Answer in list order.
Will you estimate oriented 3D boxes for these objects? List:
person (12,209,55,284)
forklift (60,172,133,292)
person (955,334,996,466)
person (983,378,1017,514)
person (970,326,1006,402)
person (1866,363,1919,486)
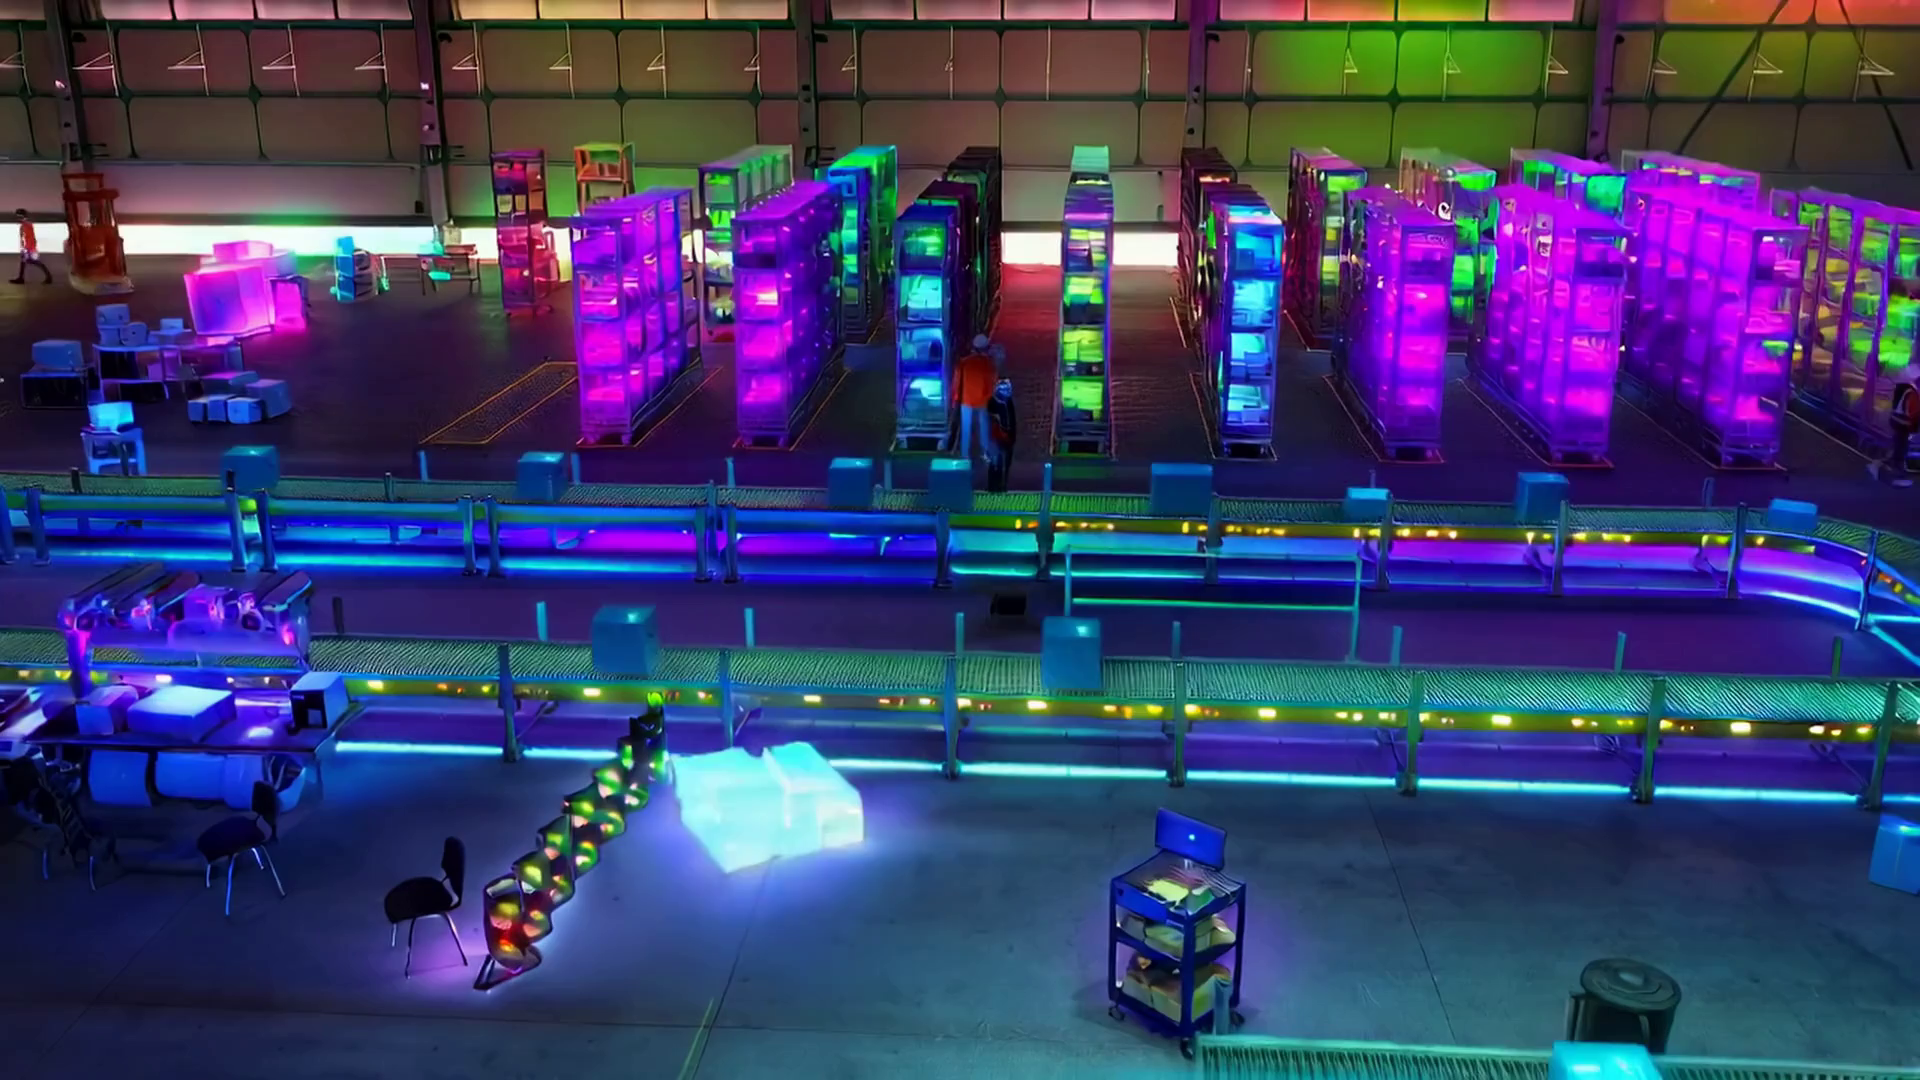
[{"bbox_3d":[-23.451,-7.383,41.913,1.007,1.888,0.568,-1,18,-2],"label":"person"},{"bbox_3d":[-21.548,-7.677,41.205,1.129,2.768,1.873,-14,22,-37],"label":"forklift"},{"bbox_3d":[0.242,-2.111,25.030,0.631,1.980,0.444,3,18,10],"label":"person"},{"bbox_3d":[0.568,-1.243,22.393,0.400,1.905,0.643,9,19,25],"label":"person"},{"bbox_3d":[0.434,-2.472,26.421,0.585,1.824,0.695,5,18,14],"label":"person"},{"bbox_3d":[13.436,-1.643,23.796,0.624,1.815,0.604,3,18,10],"label":"person"}]
